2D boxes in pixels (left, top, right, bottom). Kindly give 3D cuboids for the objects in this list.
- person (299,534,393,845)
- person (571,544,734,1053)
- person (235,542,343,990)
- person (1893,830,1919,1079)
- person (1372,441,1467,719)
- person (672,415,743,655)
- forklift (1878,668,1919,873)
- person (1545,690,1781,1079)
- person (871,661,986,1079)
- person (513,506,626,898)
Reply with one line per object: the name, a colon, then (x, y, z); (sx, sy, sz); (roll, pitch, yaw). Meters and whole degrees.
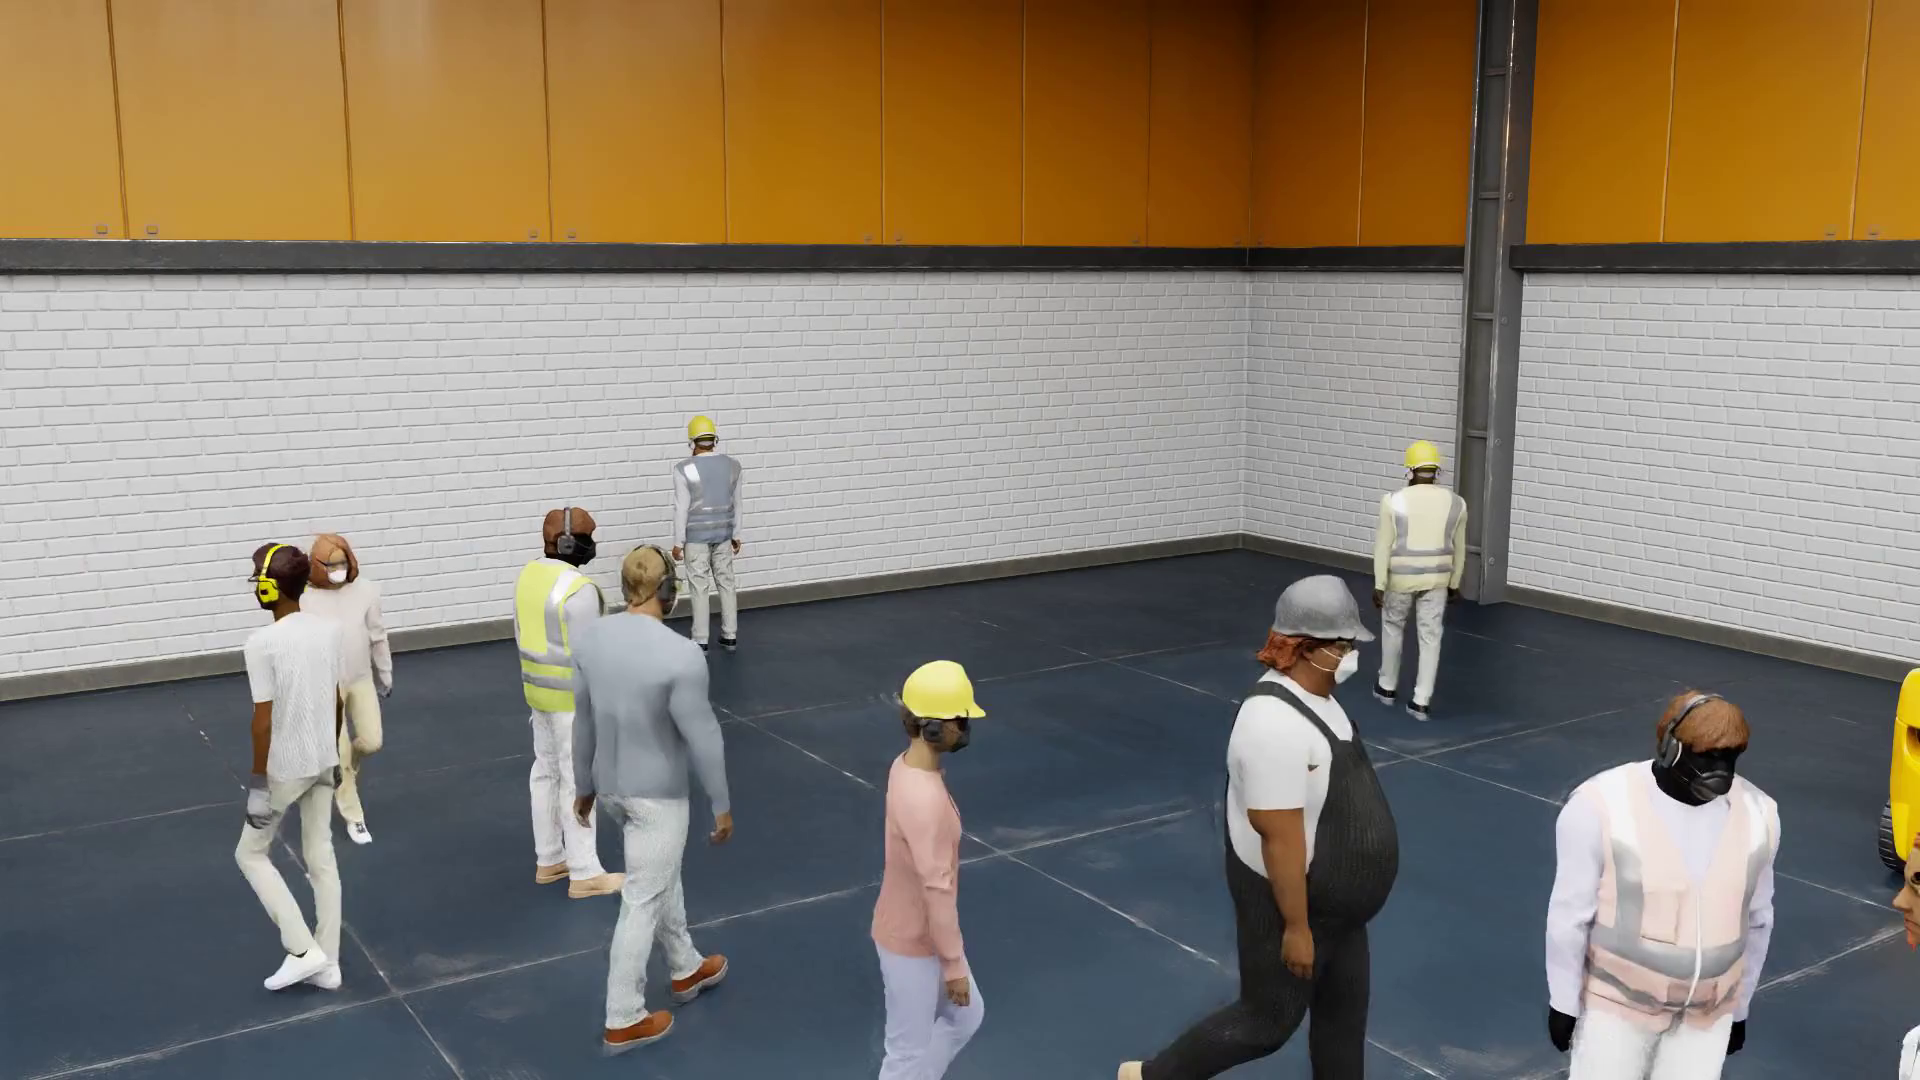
person: (-3.226, 0.742, 8.598); (0.539, 1.611, 0.533); (-9, 13, -42)
person: (-1.118, 0.957, 6.458); (0.665, 1.898, 0.892); (7, 12, 37)
person: (-2.725, 0.929, 6.748); (0.416, 1.858, 0.550); (4, 10, 23)
person: (2.161, 1.485, 3.405); (0.557, 1.869, 0.569); (5, 11, 29)
person: (3.010, 0.240, 11.048); (0.625, 1.806, 0.763); (0, 9, -1)
person: (-1.934, -0.039, 12.675); (0.600, 1.827, 0.403); (-8, 12, -38)
forklift: (5.511, 0.571, 7.906); (2.313, 2.155, 1.214); (-6, 11, -33)
person: (1.975, 1.279, 4.806); (0.643, 1.817, 0.608); (0, 9, -2)
person: (-0.106, 1.243, 5.204); (0.415, 1.755, 0.541); (0, 9, -1)
person: (-1.840, 0.756, 7.861); (0.430, 1.840, 0.626); (-9, 13, -42)
